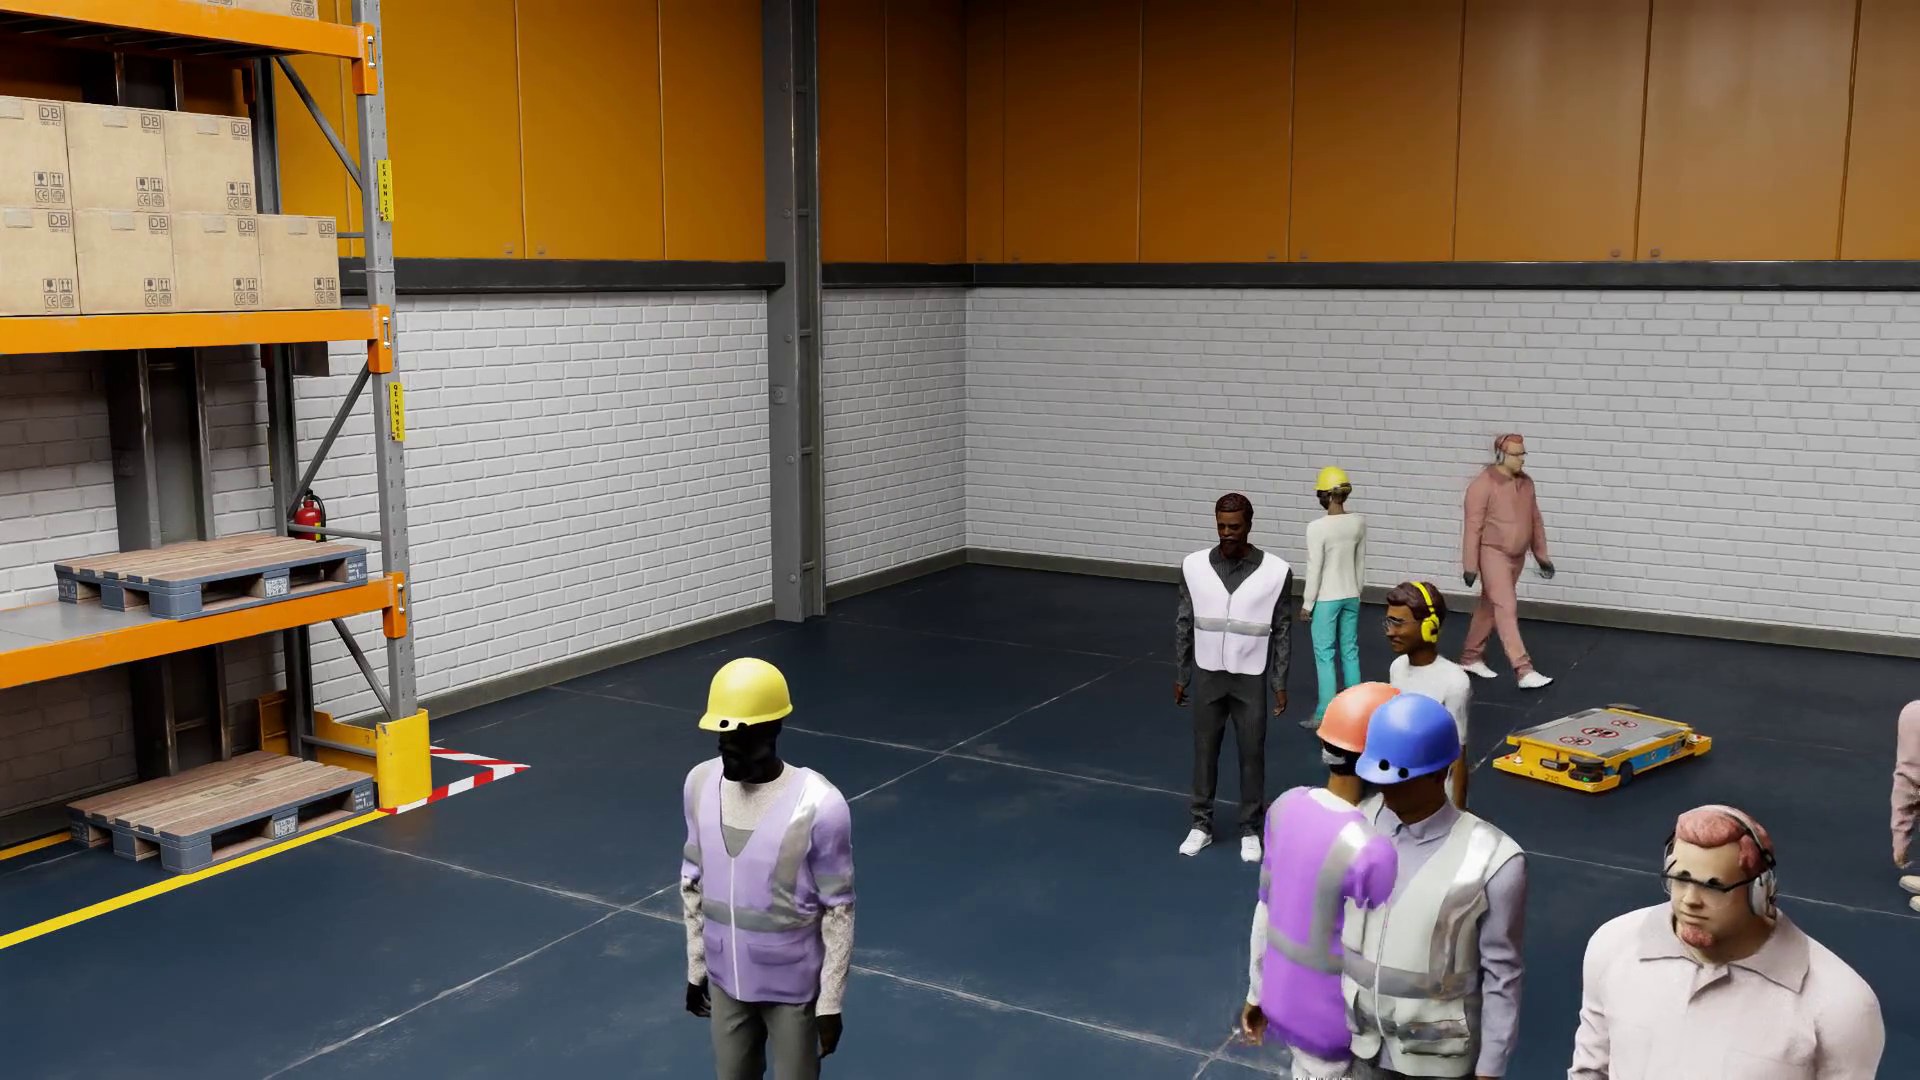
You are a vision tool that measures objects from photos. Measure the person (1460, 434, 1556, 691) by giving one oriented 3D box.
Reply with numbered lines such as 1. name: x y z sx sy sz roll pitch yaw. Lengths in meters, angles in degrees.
1. person: 4.061 0.157 12.187 0.661 1.859 0.962 -7 11 -36

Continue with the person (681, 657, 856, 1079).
1. person: -0.589 1.287 4.941 0.589 1.927 0.387 5 10 29

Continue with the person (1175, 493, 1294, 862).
1. person: 1.409 0.701 8.625 0.596 1.917 0.374 3 10 18

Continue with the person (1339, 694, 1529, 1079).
1. person: 1.202 1.351 4.507 0.602 1.938 0.401 8 12 42

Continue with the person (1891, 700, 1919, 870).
1. person: 3.835 1.156 6.327 0.547 1.737 0.440 8 12 40

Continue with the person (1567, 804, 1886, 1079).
1. person: 1.633 1.507 3.677 0.643 1.900 0.403 9 13 43

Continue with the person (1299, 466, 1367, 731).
1. person: 2.461 0.390 11.047 0.533 1.765 0.330 -6 11 -33

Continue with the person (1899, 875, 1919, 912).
1. person: 4.725 0.860 7.863 0.339 1.845 0.507 4 10 24

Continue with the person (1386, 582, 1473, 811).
1. person: 1.806 1.079 6.495 0.354 1.855 0.515 -3 10 -17

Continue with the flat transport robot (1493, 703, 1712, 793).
1. flat transport robot: 3.975 1.262 10.249 1.431 0.197 0.652 -8 12 -39

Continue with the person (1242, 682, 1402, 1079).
1. person: 1.137 1.332 4.708 0.792 1.905 0.571 -3 9 -16
